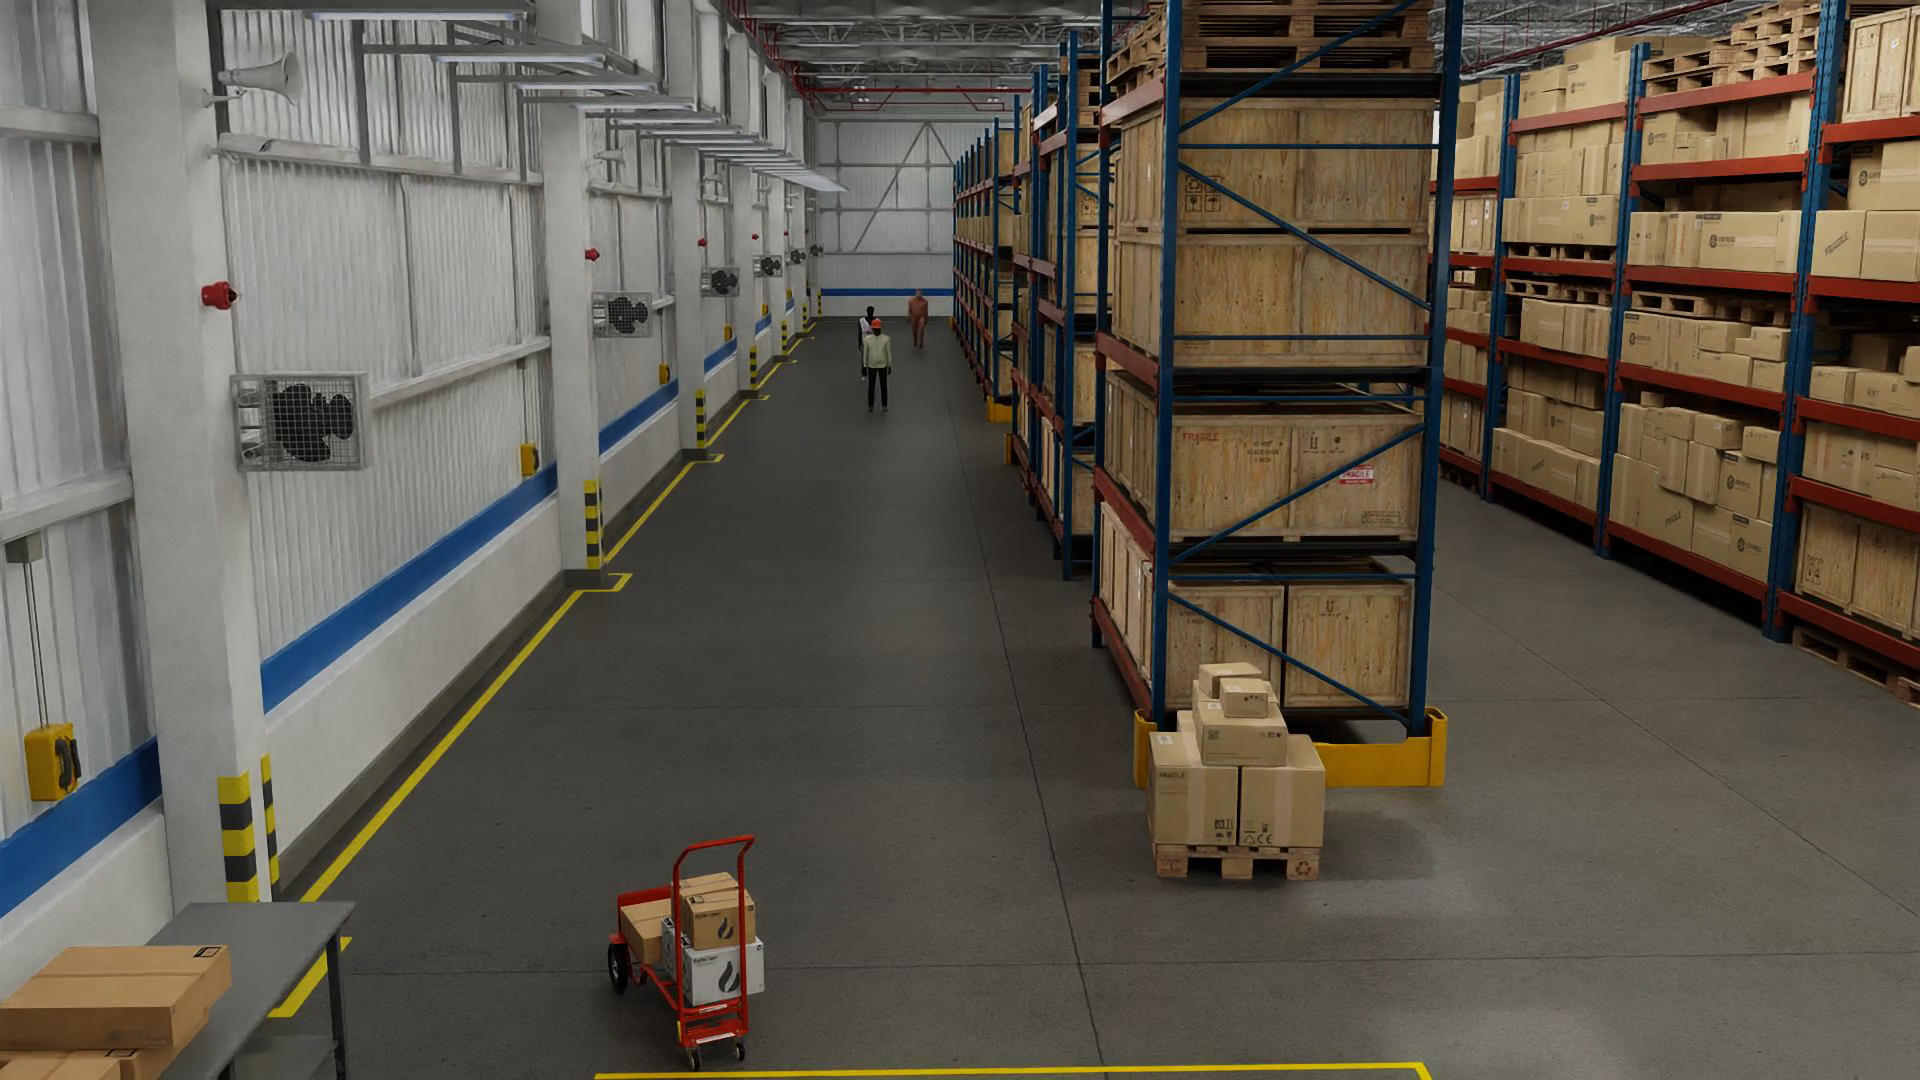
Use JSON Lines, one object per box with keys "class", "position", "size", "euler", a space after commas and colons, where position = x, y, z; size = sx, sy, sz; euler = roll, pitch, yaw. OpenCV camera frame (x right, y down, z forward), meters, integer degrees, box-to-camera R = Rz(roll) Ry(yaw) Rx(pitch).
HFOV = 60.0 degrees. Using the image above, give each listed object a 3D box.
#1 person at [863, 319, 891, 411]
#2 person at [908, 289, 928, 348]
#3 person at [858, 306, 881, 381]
{"class": "person", "position": [-1.775, -3.737, 35.632], "size": [0.617, 1.986, 0.408], "euler": [-1, 11, -3]}
{"class": "person", "position": [-1.340, -7.149, 53.630], "size": [0.660, 1.886, 0.545], "euler": [1, 11, 4]}
{"class": "person", "position": [-2.311, -5.041, 42.625], "size": [0.598, 1.907, 0.405], "euler": [-2, 11, -9]}
